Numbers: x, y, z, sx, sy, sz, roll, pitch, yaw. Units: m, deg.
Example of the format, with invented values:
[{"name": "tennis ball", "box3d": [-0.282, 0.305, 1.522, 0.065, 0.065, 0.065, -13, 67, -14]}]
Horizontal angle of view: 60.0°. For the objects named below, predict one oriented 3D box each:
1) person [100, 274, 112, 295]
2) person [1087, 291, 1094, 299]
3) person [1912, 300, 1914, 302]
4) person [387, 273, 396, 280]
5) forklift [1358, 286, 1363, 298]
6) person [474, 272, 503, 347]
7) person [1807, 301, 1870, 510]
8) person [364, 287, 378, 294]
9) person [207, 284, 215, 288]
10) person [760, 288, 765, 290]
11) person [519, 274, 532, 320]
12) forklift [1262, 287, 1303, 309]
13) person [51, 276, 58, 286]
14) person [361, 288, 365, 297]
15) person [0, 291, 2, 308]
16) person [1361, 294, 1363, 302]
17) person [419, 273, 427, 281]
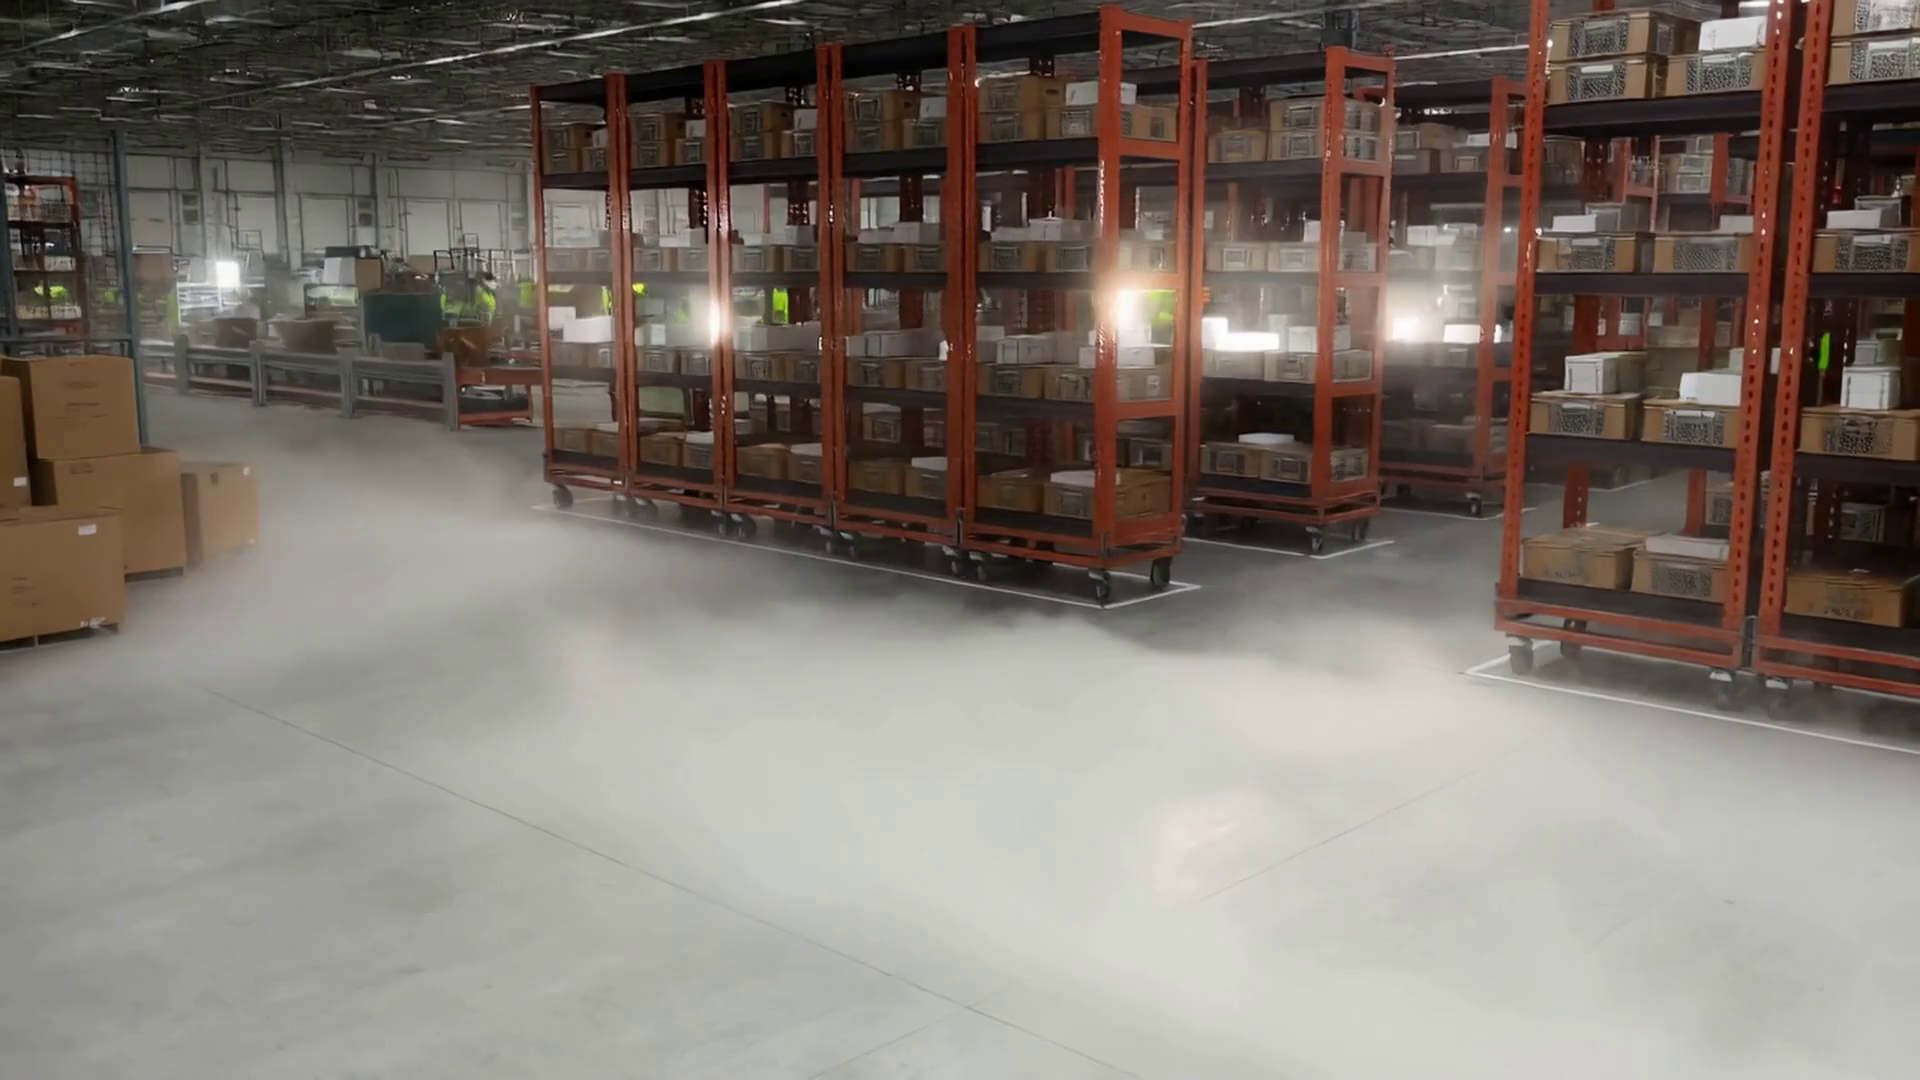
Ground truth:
[{"name": "person", "box3d": [-28.498, -7.892, 55.350, 0.778, 1.889, 0.637, -6, 11, -32]}, {"name": "person", "box3d": [4.248, -7.559, 53.586, 0.735, 1.807, 0.596, 7, 11, 36]}, {"name": "person", "box3d": [14.914, -3.097, 25.649, 0.619, 1.990, 0.395, 4, 10, 23]}, {"name": "person", "box3d": [-19.742, -8.306, 57.794, 0.398, 1.921, 0.583, -6, 11, -33]}, {"name": "forklift", "box3d": [11.100, -7.017, 46.970, 1.873, 2.768, 1.129, 9, 13, 43]}, {"name": "person", "box3d": [-11.432, -5.509, 40.464, 1.051, 1.971, 0.749, 3, 10, 19]}, {"name": "person", "box3d": [7.310, -1.097, 13.907, 0.577, 1.827, 0.776, 9, 13, 43]}, {"name": "person", "box3d": [-14.060, -5.313, 39.655, 1.006, 1.860, 0.649, -5, 10, -26]}, {"name": "person", "box3d": [-40.415, -13.526, 89.818, 0.585, 1.918, 0.380, 5, 11, 29]}, {"name": "person", "box3d": [-7.423, -8.916, 61.598, 0.916, 1.896, 0.572, 0, 9, 1]}, {"name": "person", "box3d": [-17.512, -9.777, 67.014, 0.521, 1.861, 0.327, -6, 11, -32]}, {"name": "forklift", "box3d": [10.769, -8.203, 54.240, 1.129, 2.768, 1.873, 8, 12, 42]}, {"name": "person", "box3d": [-44.456, -12.189, 81.916, 0.642, 1.824, 0.498, 2, 9, 9]}, {"name": "person", "box3d": [-21.375, -8.457, 59.285, 0.816, 1.734, 0.529, -8, 12, -39]}, {"name": "person", "box3d": [-31.746, -7.793, 54.676, 0.996, 1.928, 0.620, -2, 9, -10]}, {"name": "person", "box3d": [10.196, -5.641, 42.004, 0.520, 1.752, 0.524, -3, 10, -17]}, {"name": "person", "box3d": [-25.600, -11.767, 79.170, 0.617, 1.871, 0.408, 4, 10, 24]}]
